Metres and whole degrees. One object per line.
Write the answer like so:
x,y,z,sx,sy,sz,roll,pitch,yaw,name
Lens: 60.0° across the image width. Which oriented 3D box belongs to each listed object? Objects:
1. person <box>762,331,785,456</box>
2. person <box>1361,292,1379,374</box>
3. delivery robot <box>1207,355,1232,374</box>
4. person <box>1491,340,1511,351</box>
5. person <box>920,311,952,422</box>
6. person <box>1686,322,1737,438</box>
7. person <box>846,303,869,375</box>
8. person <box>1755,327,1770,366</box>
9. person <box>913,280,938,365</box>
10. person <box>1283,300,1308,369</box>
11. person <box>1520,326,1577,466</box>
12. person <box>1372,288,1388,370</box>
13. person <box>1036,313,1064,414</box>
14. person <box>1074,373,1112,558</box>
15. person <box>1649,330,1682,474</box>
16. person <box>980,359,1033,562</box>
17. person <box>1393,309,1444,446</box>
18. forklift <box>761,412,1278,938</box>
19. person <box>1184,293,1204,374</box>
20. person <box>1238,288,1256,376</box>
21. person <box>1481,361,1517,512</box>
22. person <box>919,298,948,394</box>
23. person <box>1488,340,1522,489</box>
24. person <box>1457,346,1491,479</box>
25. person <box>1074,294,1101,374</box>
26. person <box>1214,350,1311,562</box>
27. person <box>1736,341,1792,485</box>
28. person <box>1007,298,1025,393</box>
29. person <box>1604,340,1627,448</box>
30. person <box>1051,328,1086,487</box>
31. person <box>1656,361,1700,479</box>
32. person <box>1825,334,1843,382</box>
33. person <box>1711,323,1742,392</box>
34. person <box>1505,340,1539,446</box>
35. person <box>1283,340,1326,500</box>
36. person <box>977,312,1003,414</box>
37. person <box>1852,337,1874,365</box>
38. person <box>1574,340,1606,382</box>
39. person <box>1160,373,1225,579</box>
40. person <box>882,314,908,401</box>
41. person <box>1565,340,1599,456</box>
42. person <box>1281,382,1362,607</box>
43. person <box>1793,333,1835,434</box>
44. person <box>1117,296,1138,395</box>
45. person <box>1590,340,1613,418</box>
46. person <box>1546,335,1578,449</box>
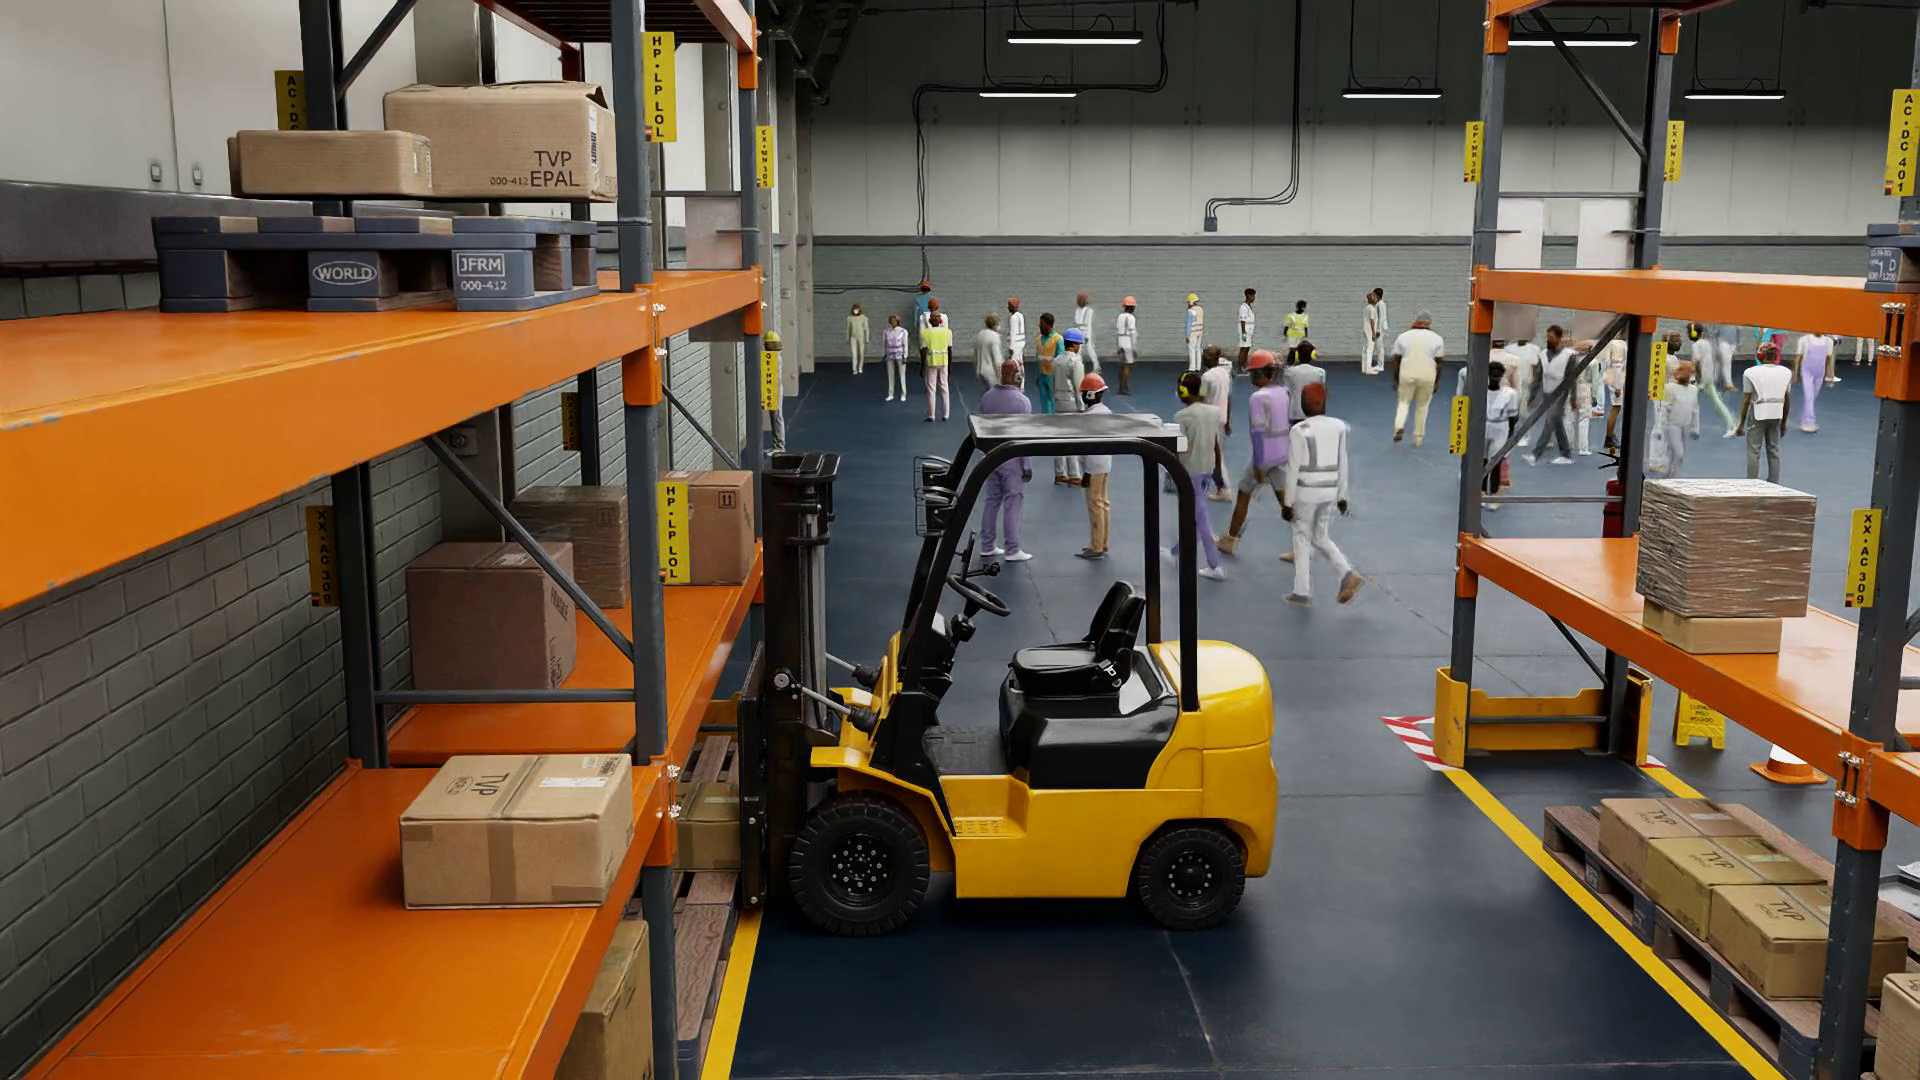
-2.634,-2.054,23.332,0.296,1.743,0.493,-3,11,-15,person
9.281,-4.668,37.612,0.346,1.846,0.505,-1,10,-6,person
5.627,-3.799,36.102,0.477,0.478,0.707,-2,11,-12,delivery robot
9.930,-3.305,30.587,0.309,1.641,0.511,-2,10,-12,person
-0.392,-2.873,27.605,0.563,1.847,0.388,-3,11,-19,person
11.446,-2.451,25.501,0.542,1.776,1.140,-9,13,-40,person
-2.329,-4.575,37.774,0.508,1.599,0.803,0,10,-1,person
16.616,-4.108,34.527,0.355,1.836,0.513,6,12,29,person
-0.840,-5.296,40.555,0.606,2.044,0.373,-1,10,-8,person
7.636,-4.622,37.834,0.551,1.658,0.484,-4,11,-22,person
7.851,-1.917,22.204,0.990,1.864,0.623,-4,11,-22,person
9.763,-4.898,38.693,0.370,1.915,0.597,2,10,12,person
1.366,-2.489,25.273,0.397,1.917,0.590,-7,12,-34,person
1.256,-0.701,15.762,0.337,1.752,0.564,4,11,21,person
9.161,-1.786,21.558,0.345,1.846,0.507,8,13,39,person
0.466,-0.753,15.674,0.397,1.897,0.644,-9,13,-40,person
6.715,-2.388,24.361,0.703,2.000,0.672,5,11,24,person
0.291,0.548,7.580,2.313,2.155,1.214,0,10,-2,forklift
5.277,-4.660,37.645,0.405,1.824,0.585,9,13,40,person
6.420,-4.655,37.232,0.377,1.958,0.602,5,11,24,person
5.858,-1.139,18.436,0.545,1.660,0.830,5,11,24,person
-0.516,-3.825,32.810,0.575,1.884,0.355,-1,10,-5,person
6.500,-1.616,20.195,0.614,1.993,0.386,5,11,26,person
6.506,-1.616,20.926,0.495,1.728,0.328,6,12,29,person
2.807,-4.619,37.372,1.001,1.835,0.584,-8,13,-38,person
2.880,-0.786,15.642,0.595,1.983,1.098,-9,14,-42,person
9.368,-1.390,19.364,0.585,1.842,0.375,-1,10,-7,person
1.104,-3.840,32.918,0.345,1.876,0.579,3,11,14,person
9.584,-2.286,24.143,0.391,1.923,0.549,4,11,22,person
1.349,-1.616,20.334,0.398,1.943,0.603,-6,12,-30,person
8.376,-1.258,19.244,0.527,1.607,0.624,-5,11,-25,person
18.842,-4.367,35.734,0.384,1.917,0.584,7,12,33,person
15.394,-3.950,33.478,0.638,1.905,0.959,-3,11,-17,person
8.104,-2.231,24.143,0.577,1.819,0.865,6,12,30,person
3.970,-1.379,19.240,0.516,1.865,0.329,2,10,12,person
0.415,-2.513,25.421,0.442,1.918,0.701,-4,11,-23,person
22.004,-5.239,40.398,0.608,1.987,0.391,2,10,12,person
12.974,-4.090,34.384,0.907,1.856,0.578,4,11,21,person
2.048,-0.591,14.964,0.531,1.818,0.959,-8,13,-38,person
-1.221,-3.426,31.285,0.518,1.632,0.314,3,11,19,person
8.703,-1.998,23.339,0.312,1.634,0.514,-8,13,-37,person
2.931,-0.353,13.516,0.604,1.865,0.605,-6,12,-31,person
13.300,-2.531,25.788,0.521,1.806,0.925,0,10,2,person
3.290,-3.796,32.502,0.372,1.935,0.551,-5,11,-24,person
10.866,-3.062,28.294,0.403,1.982,0.614,3,11,19,person
8.714,-2.130,24.045,0.514,1.641,0.309,3,11,15,person
